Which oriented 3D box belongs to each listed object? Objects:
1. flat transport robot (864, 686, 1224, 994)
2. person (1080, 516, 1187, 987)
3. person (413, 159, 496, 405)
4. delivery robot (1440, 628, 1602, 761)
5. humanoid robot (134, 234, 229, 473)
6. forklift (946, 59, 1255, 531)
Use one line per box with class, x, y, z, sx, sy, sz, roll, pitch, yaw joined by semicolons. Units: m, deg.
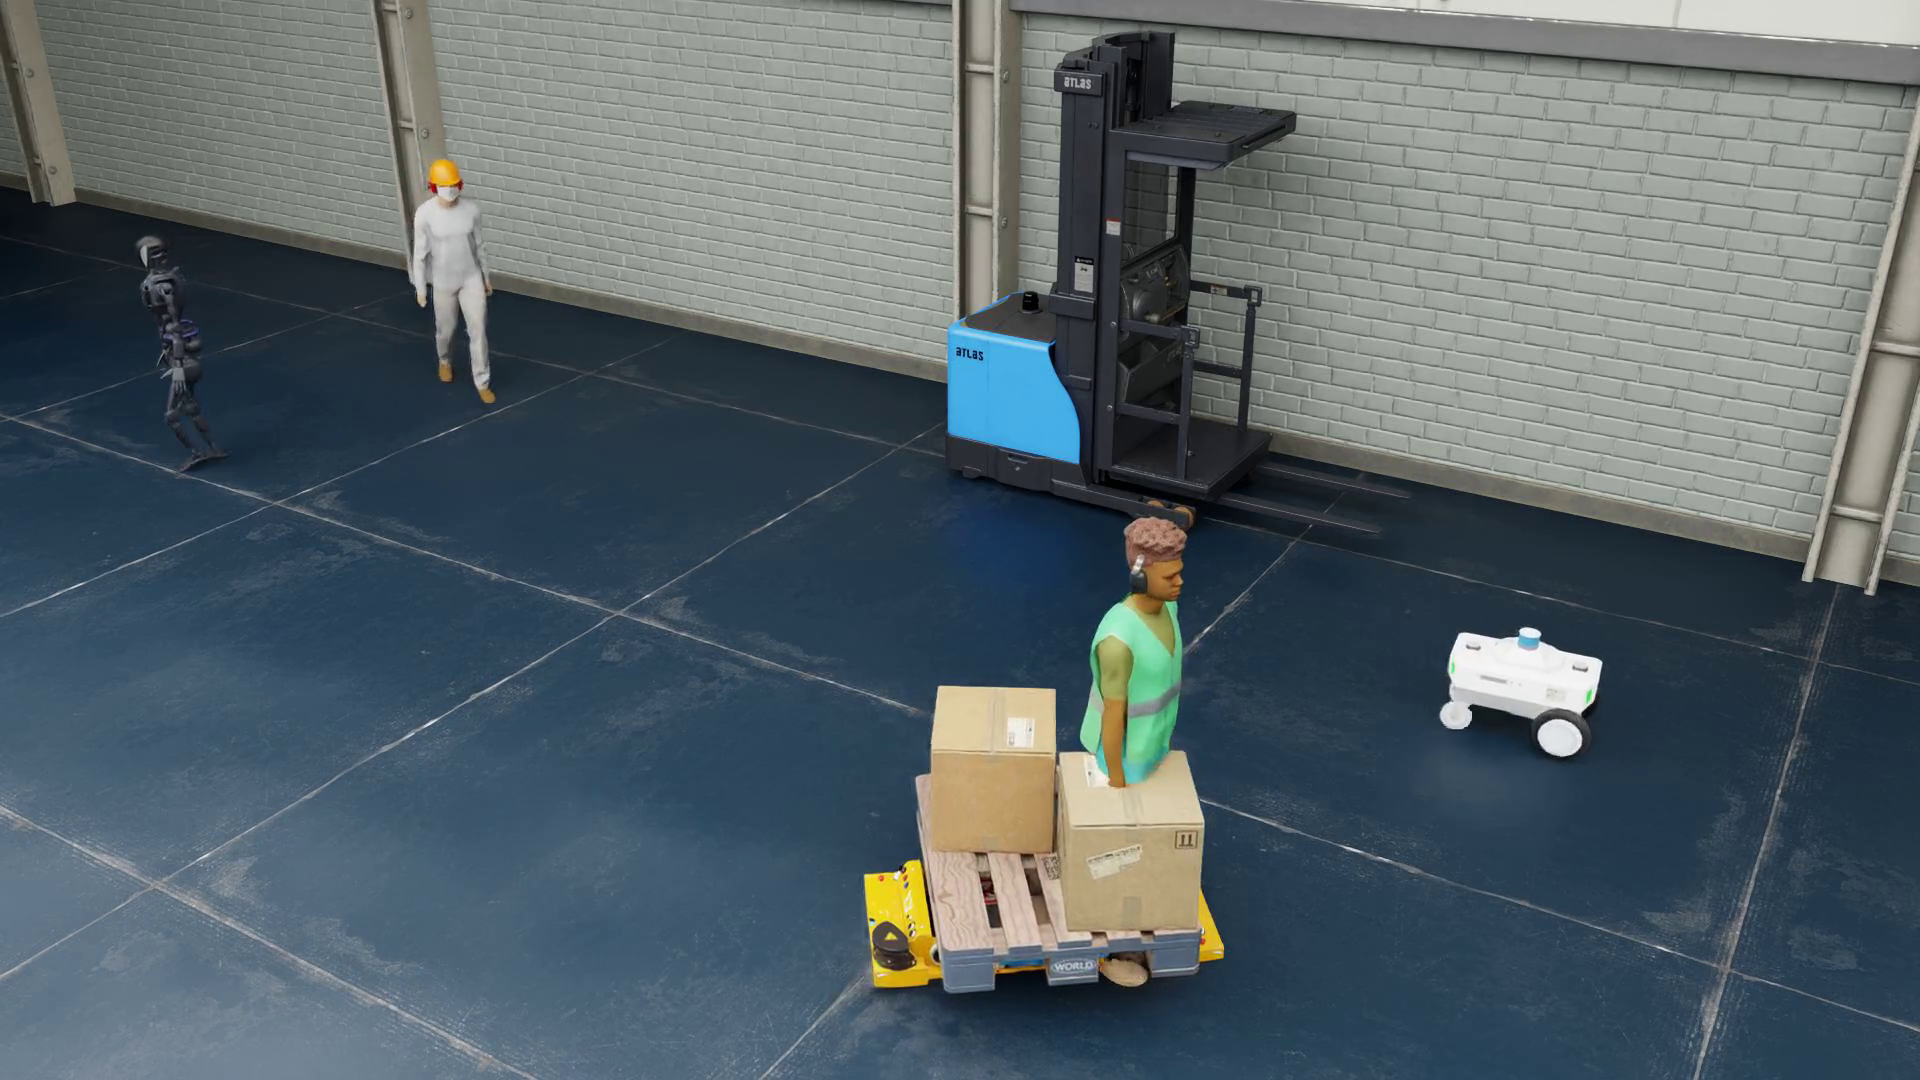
flat transport robot;0.331;1.547;6.986;1.431;0.231;0.659;-3;25;-6
person;0.675;0.813;6.542;0.385;1.977;0.489;14;29;27
person;-3.872;-2.006;12.650;0.576;1.864;0.810;-15;29;-28
delivery robot;2.843;0.732;8.380;0.802;0.598;0.499;11;28;22
humanoid robot;-5.318;-1.274;11.305;0.397;1.641;0.588;-16;30;-31
forklift;0.933;-1.707;10.833;1.873;2.768;1.129;15;29;28
